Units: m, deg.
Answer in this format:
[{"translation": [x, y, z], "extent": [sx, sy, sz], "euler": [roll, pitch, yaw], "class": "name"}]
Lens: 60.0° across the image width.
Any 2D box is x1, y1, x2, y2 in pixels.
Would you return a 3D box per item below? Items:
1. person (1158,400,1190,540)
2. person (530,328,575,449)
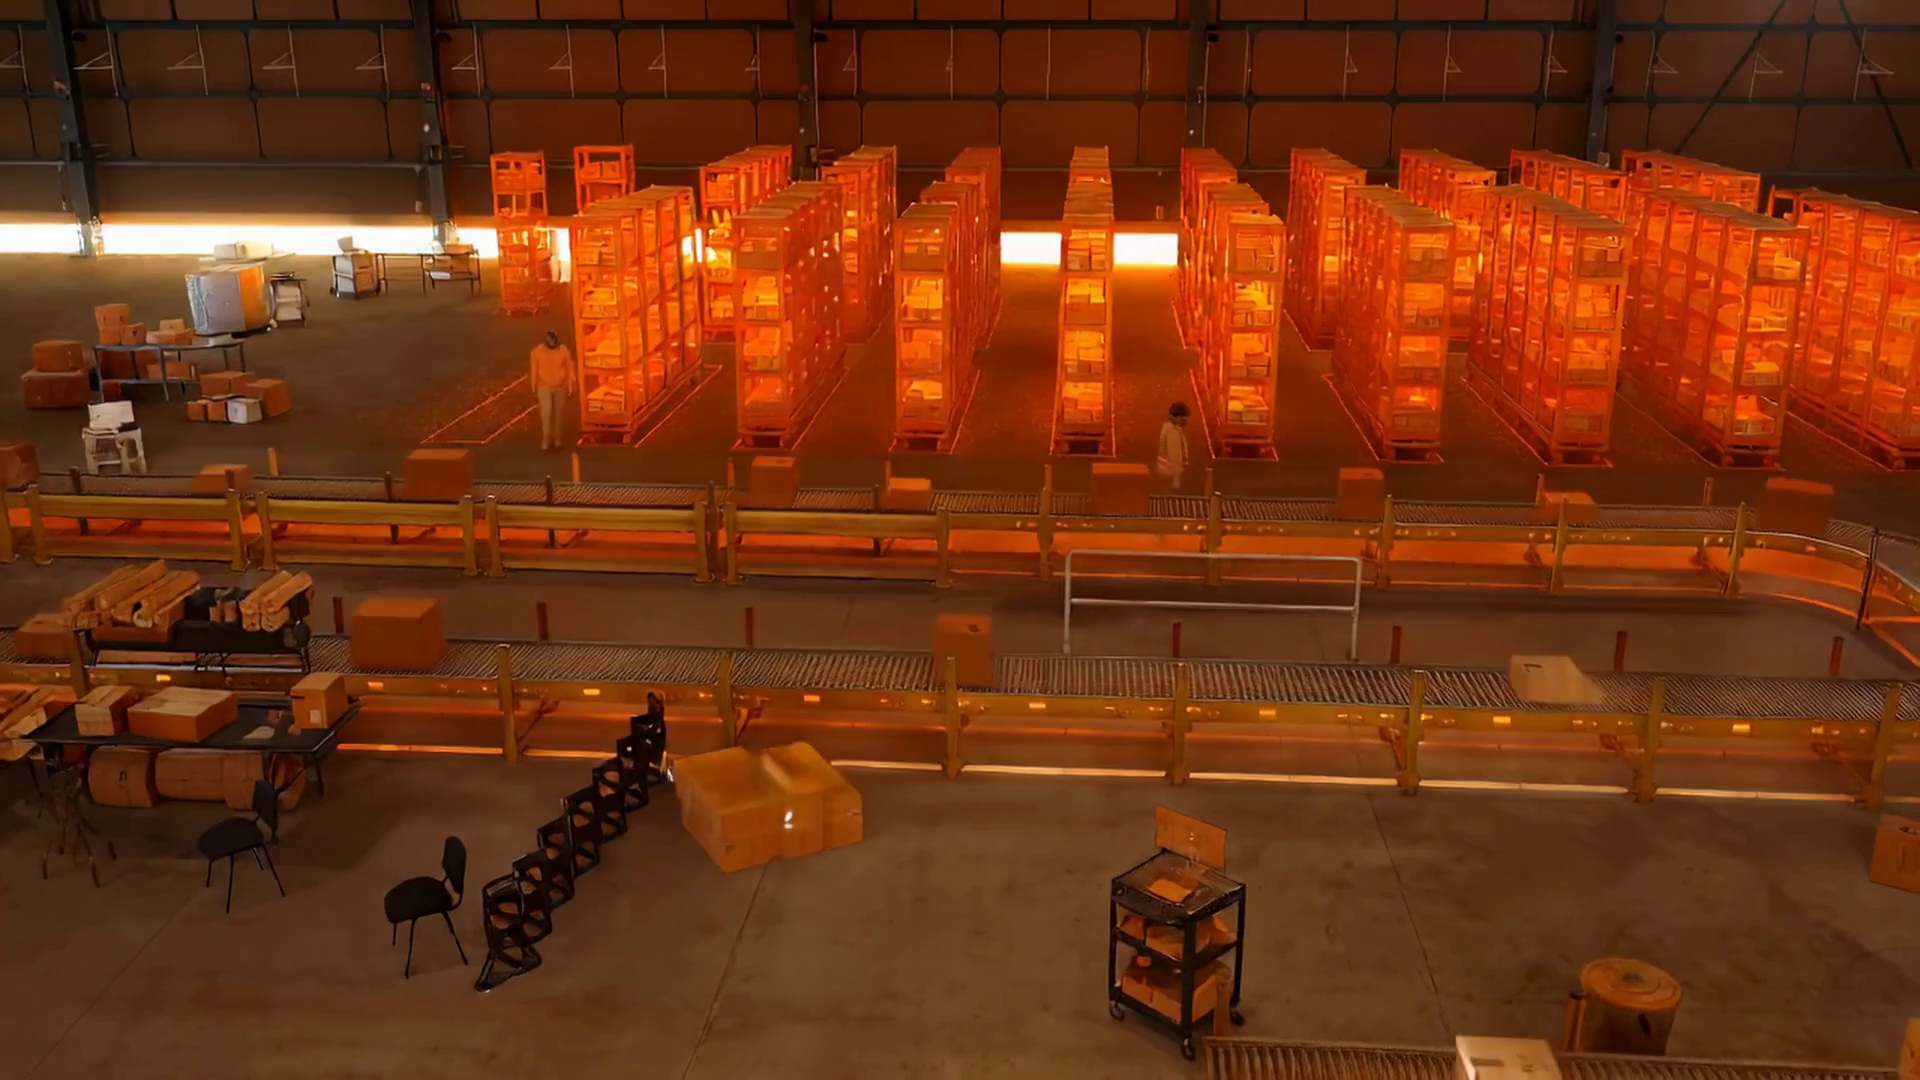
[{"translation": [2.755, -0.915, 21.466], "extent": [0.403, 1.830, 0.599], "euler": [0, 17, -1], "class": "person"}, {"translation": [-6.349, -2.363, 25.979], "extent": [0.663, 1.883, 0.625], "euler": [-6, 19, -19], "class": "person"}]
